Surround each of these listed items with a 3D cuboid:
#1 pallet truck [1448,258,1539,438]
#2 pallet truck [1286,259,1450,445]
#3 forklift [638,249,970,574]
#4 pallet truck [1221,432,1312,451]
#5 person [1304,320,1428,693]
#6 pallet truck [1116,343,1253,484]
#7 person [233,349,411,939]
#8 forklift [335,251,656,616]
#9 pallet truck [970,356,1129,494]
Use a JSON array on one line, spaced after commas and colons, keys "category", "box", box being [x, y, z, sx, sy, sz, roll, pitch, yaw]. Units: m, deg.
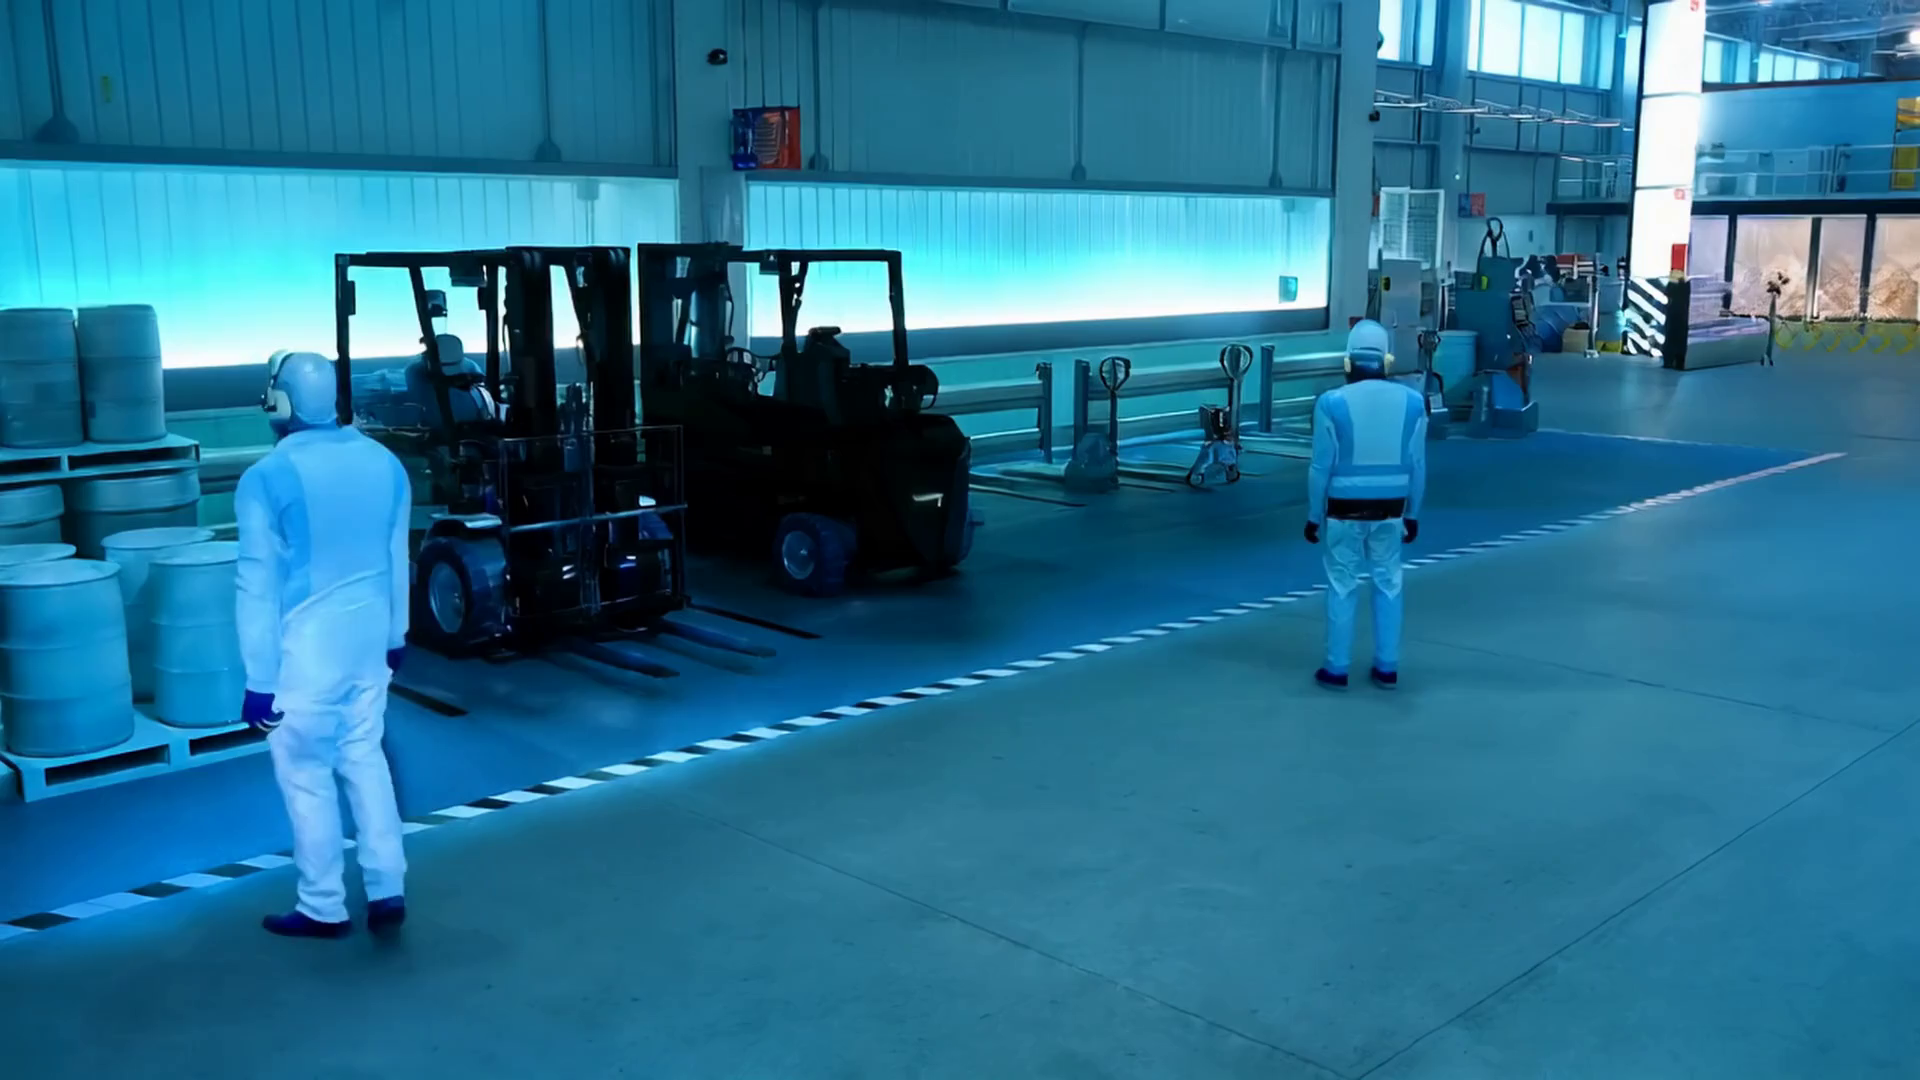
[{"category": "pallet truck", "box": [5.704, -2.208, 18.901, 1.885, 1.965, 0.823, 10, 14, 43]}, {"category": "pallet truck", "box": [4.493, -2.078, 18.196, 0.823, 1.965, 1.885, -9, 14, -40]}, {"category": "forklift", "box": [-1.173, -0.958, 11.239, 2.680, 1.987, 1.157, 10, 14, 43]}, {"category": "pallet truck", "box": [3.563, -1.581, 17.381, 0.653, 1.274, 1.630, -10, 14, -44]}, {"category": "person", "box": [1.979, -0.158, 8.182, 0.600, 1.828, 0.404, -2, 11, -9]}, {"category": "pallet truck", "box": [1.962, -1.215, 15.415, 1.522, 1.261, 0.704, 10, 14, 43]}, {"category": "person", "box": [-1.987, 0.354, 5.220, 0.537, 1.898, 0.657, 5, 12, 26]}, {"category": "forklift", "box": [-2.833, -0.669, 9.694, 1.157, 1.987, 2.680, -10, 14, -44]}, {"category": "pallet truck", "box": [0.784, -1.085, 14.876, 0.680, 1.201, 1.601, -10, 14, -44]}]
